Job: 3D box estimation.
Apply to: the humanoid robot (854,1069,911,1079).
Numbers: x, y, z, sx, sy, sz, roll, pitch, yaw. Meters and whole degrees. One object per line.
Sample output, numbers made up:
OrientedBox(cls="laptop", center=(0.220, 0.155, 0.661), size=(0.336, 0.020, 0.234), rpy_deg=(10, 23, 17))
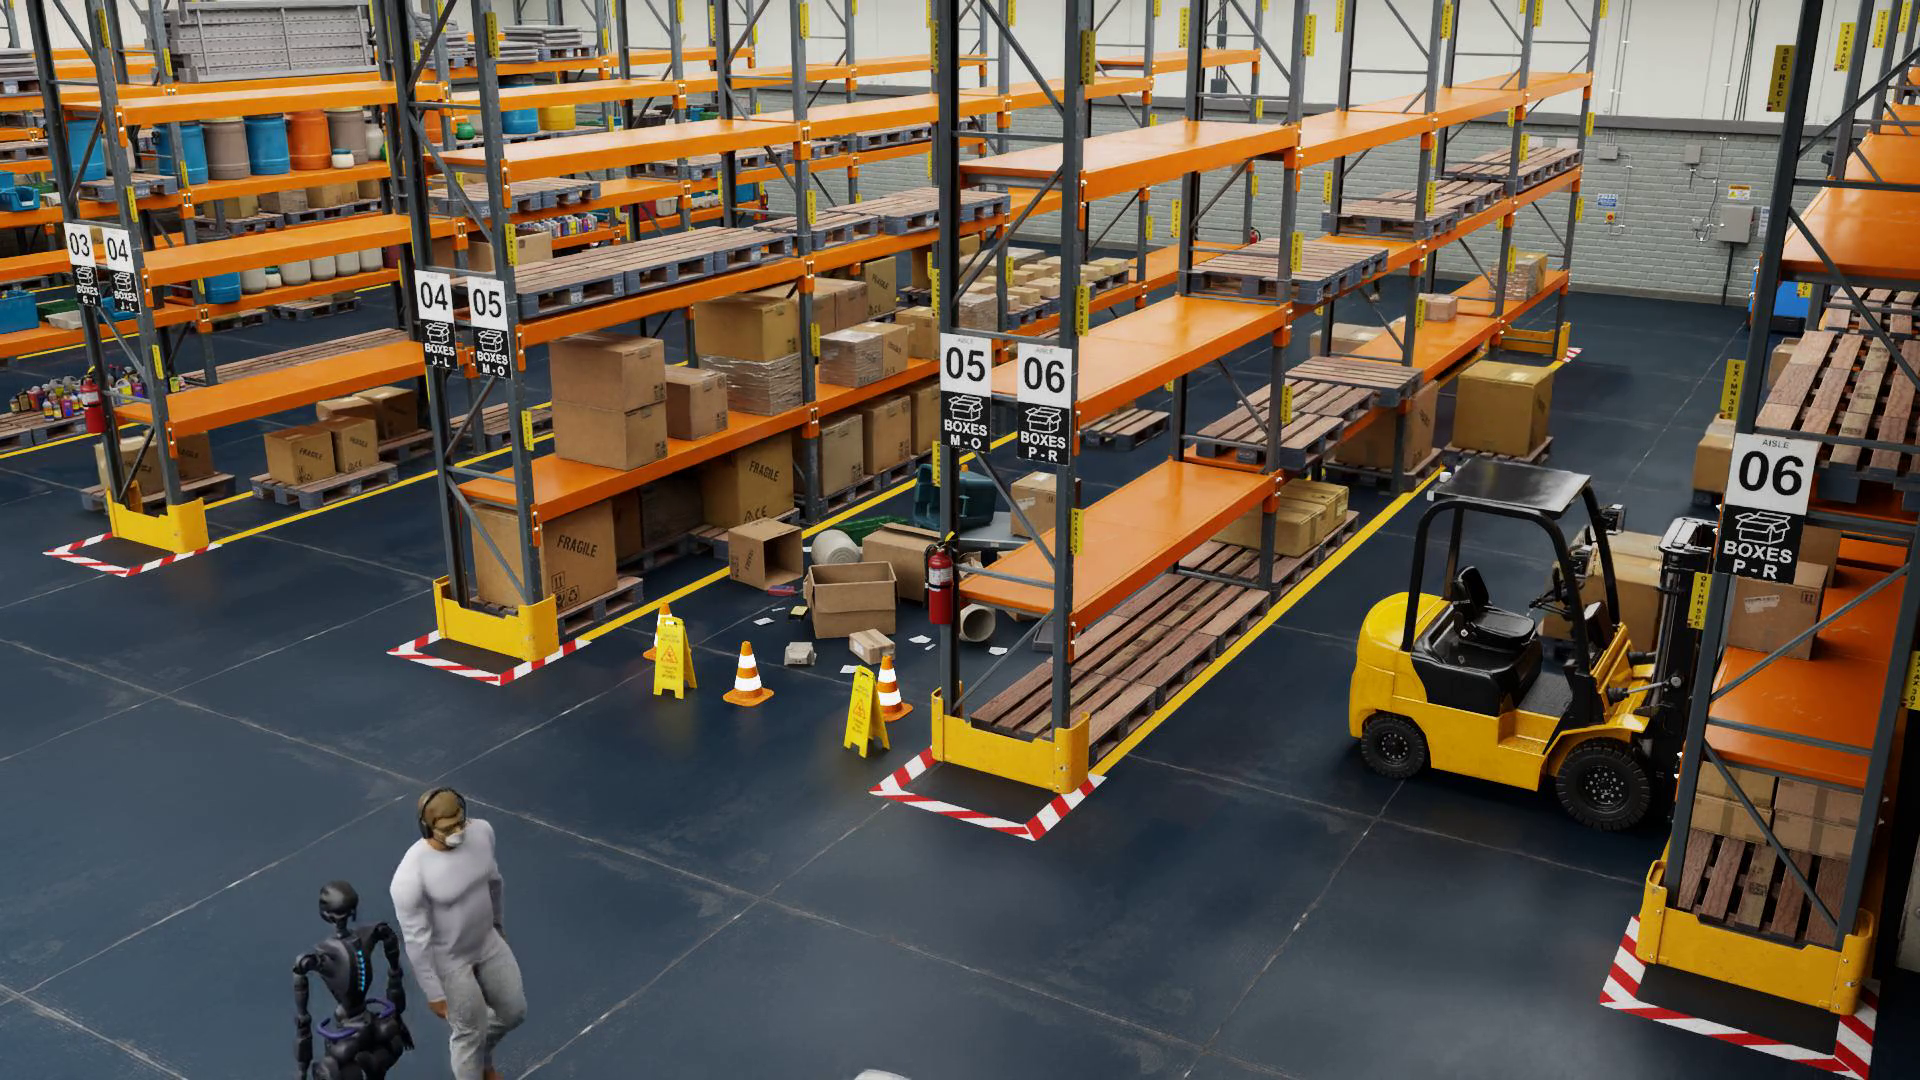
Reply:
OrientedBox(cls="humanoid robot", center=(-0.222, 2.726, 6.489), size=(0.531, 1.787, 0.707), rpy_deg=(5, 20, 14))

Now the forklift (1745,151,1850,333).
OrientedBox(cls="forklift", center=(13.620, -4.667, 26.137), size=(1.873, 2.768, 1.129), rpy_deg=(11, 22, 29))

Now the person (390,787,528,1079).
OrientedBox(cls="person", center=(-2.419, 2.057, 8.142), size=(0.456, 1.917, 0.647), rpy_deg=(10, 21, 26))

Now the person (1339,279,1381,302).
OrientedBox(cls="person", center=(6.980, -4.988, 28.922), size=(0.890, 1.648, 0.544), rpy_deg=(14, 24, 35))

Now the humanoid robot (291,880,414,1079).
OrientedBox(cls="humanoid robot", center=(-2.817, 2.337, 7.706), size=(0.313, 1.655, 0.612), rpy_deg=(14, 24, 35))

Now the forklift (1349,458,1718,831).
OrientedBox(cls="forklift", center=(3.988, 0.658, 11.776), size=(2.313, 2.155, 1.214), rpy_deg=(11, 22, 29))
